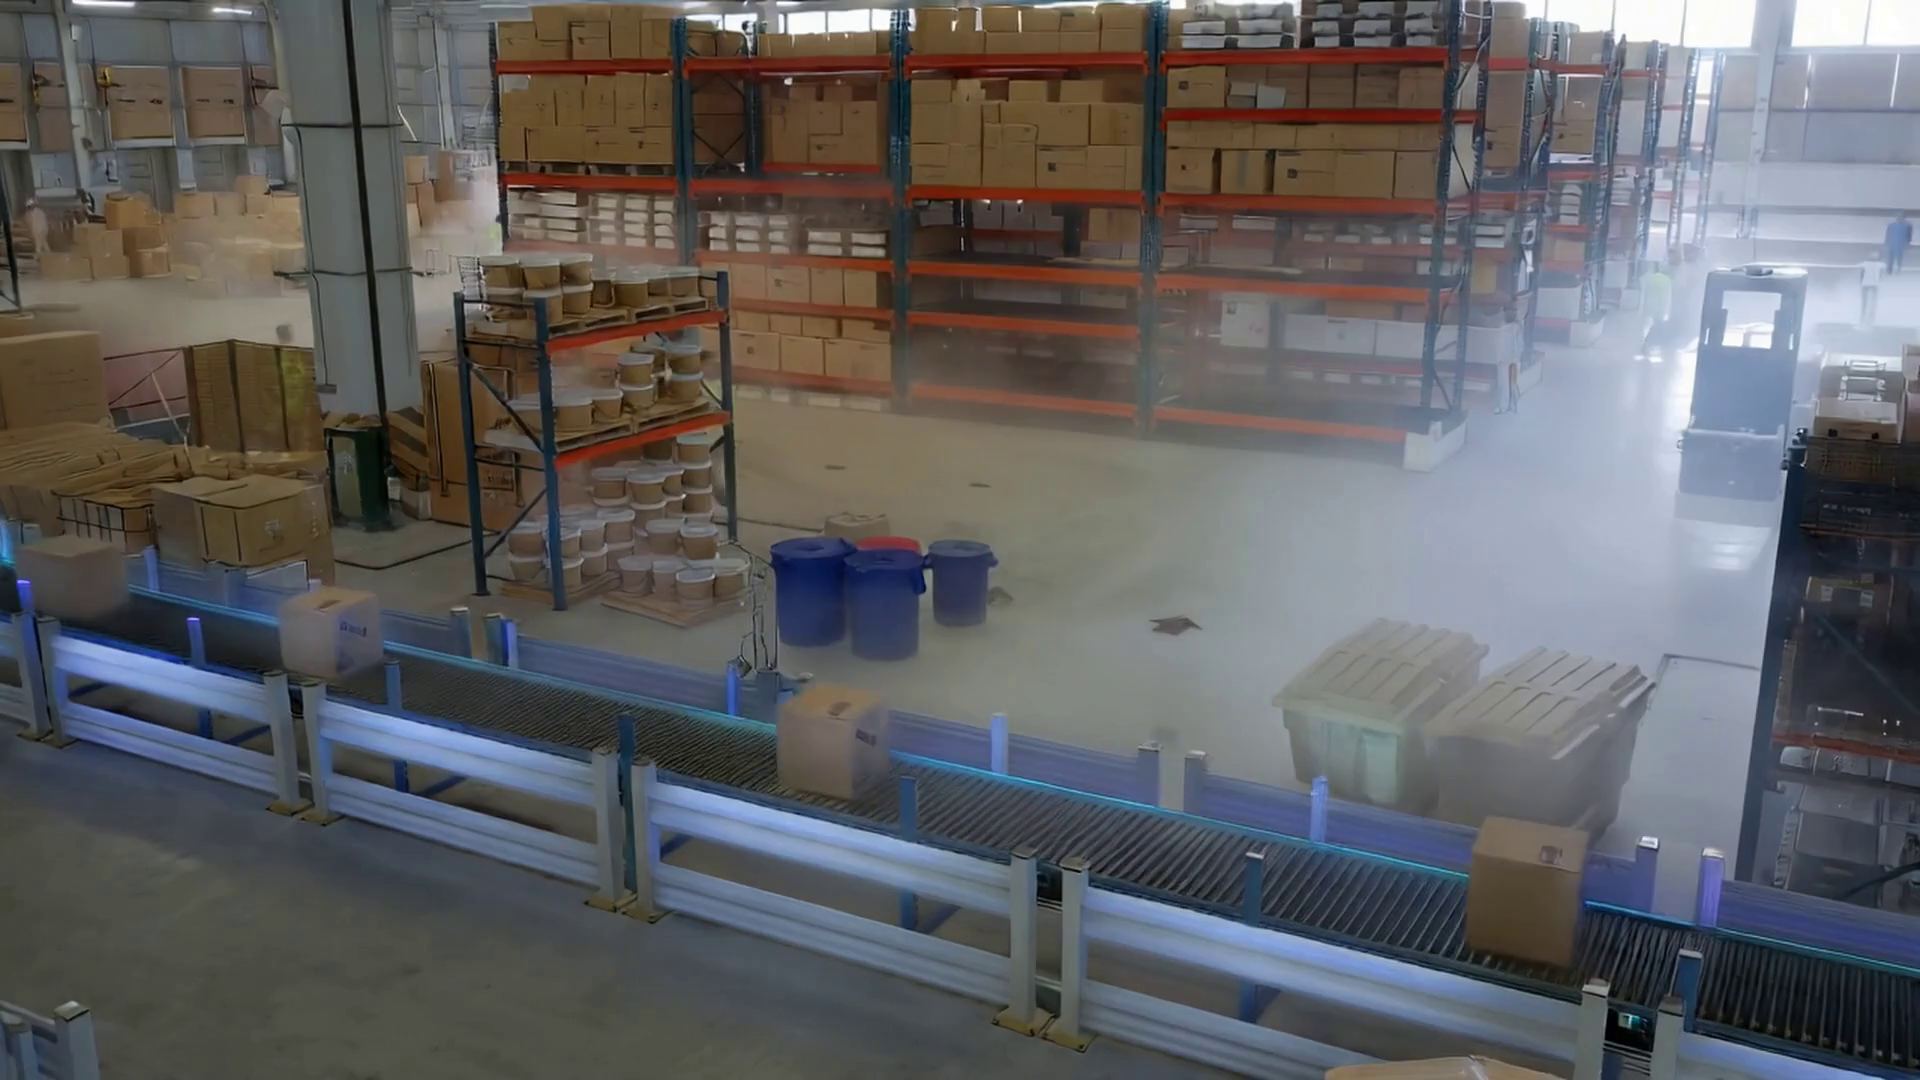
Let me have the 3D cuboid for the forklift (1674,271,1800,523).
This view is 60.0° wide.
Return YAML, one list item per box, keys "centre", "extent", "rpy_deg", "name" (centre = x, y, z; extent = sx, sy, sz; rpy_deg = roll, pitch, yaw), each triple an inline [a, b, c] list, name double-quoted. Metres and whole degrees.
- centre: [9.269, -1.763, 19.726]
  extent: [1.129, 2.768, 1.873]
  rpy_deg: [8, 17, 27]
  name: "forklift"

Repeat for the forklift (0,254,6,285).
- centre: [-26.017, -8.003, 43.186]
  extent: [1.873, 2.768, 1.129]
  rpy_deg: [8, 17, 28]
  name: "forklift"

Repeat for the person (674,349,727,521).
- centre: [-3.041, -1.228, 19.396]
  extent: [0.904, 1.995, 0.597]
  rpy_deg: [9, 18, 31]
  name: "person"

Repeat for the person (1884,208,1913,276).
- centre: [26.094, -8.312, 46.321]
  extent: [0.646, 1.853, 1.010]
  rpy_deg: [7, 17, 26]
  name: "person"

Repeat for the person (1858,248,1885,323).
- centre: [19.970, -5.576, 36.474]
  extent: [0.521, 1.617, 0.352]
  rpy_deg: [12, 19, 38]
  name: "person"

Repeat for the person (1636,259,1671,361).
- centre: [13.030, -4.308, 31.186]
  extent: [0.399, 1.899, 0.650]
  rpy_deg: [-9, 17, -30]
  name: "person"

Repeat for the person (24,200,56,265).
- centre: [-27.358, -9.142, 49.407]
  extent: [0.636, 1.872, 1.056]
  rpy_deg: [11, 18, 36]
  name: "person"

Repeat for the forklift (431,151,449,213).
- centre: [-20.054, -13.651, 64.417]
  extent: [1.873, 2.768, 1.129]
  rpy_deg: [0, 15, 0]
  name: "forklift"

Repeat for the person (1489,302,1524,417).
- centre: [8.476, -2.798, 25.752]
  extent: [0.533, 1.768, 0.310]
  rpy_deg: [-9, 17, -30]
  name: "person"

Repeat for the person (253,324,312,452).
- centre: [-9.246, -2.025, 22.681]
  extent: [0.912, 1.858, 0.662]
  rpy_deg: [0, 15, -1]
  name: "person"

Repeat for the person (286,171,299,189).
- centre: [-27.220, -14.115, 68.010]
  extent: [0.587, 1.919, 0.399]
  rpy_deg: [-12, 19, -38]
  name: "person"

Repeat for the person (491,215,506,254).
- centre: [-12.296, -7.755, 44.330]
  extent: [0.633, 1.812, 0.907]
  rpy_deg: [14, 20, 41]
  name: "person"

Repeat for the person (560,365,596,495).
- centre: [-4.828, -1.388, 20.768]
  extent: [0.825, 1.585, 0.523]
  rpy_deg: [12, 19, 38]
  name: "person"

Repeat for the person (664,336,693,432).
- centre: [-3.926, -1.991, 22.945]
  extent: [0.894, 1.647, 0.531]
  rpy_deg: [0, 15, 0]
  name: "person"

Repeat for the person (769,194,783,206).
- centre: [-6.215, -10.924, 56.440]
  extent: [0.552, 1.682, 0.434]
  rpy_deg: [5, 16, 19]
  name: "person"
